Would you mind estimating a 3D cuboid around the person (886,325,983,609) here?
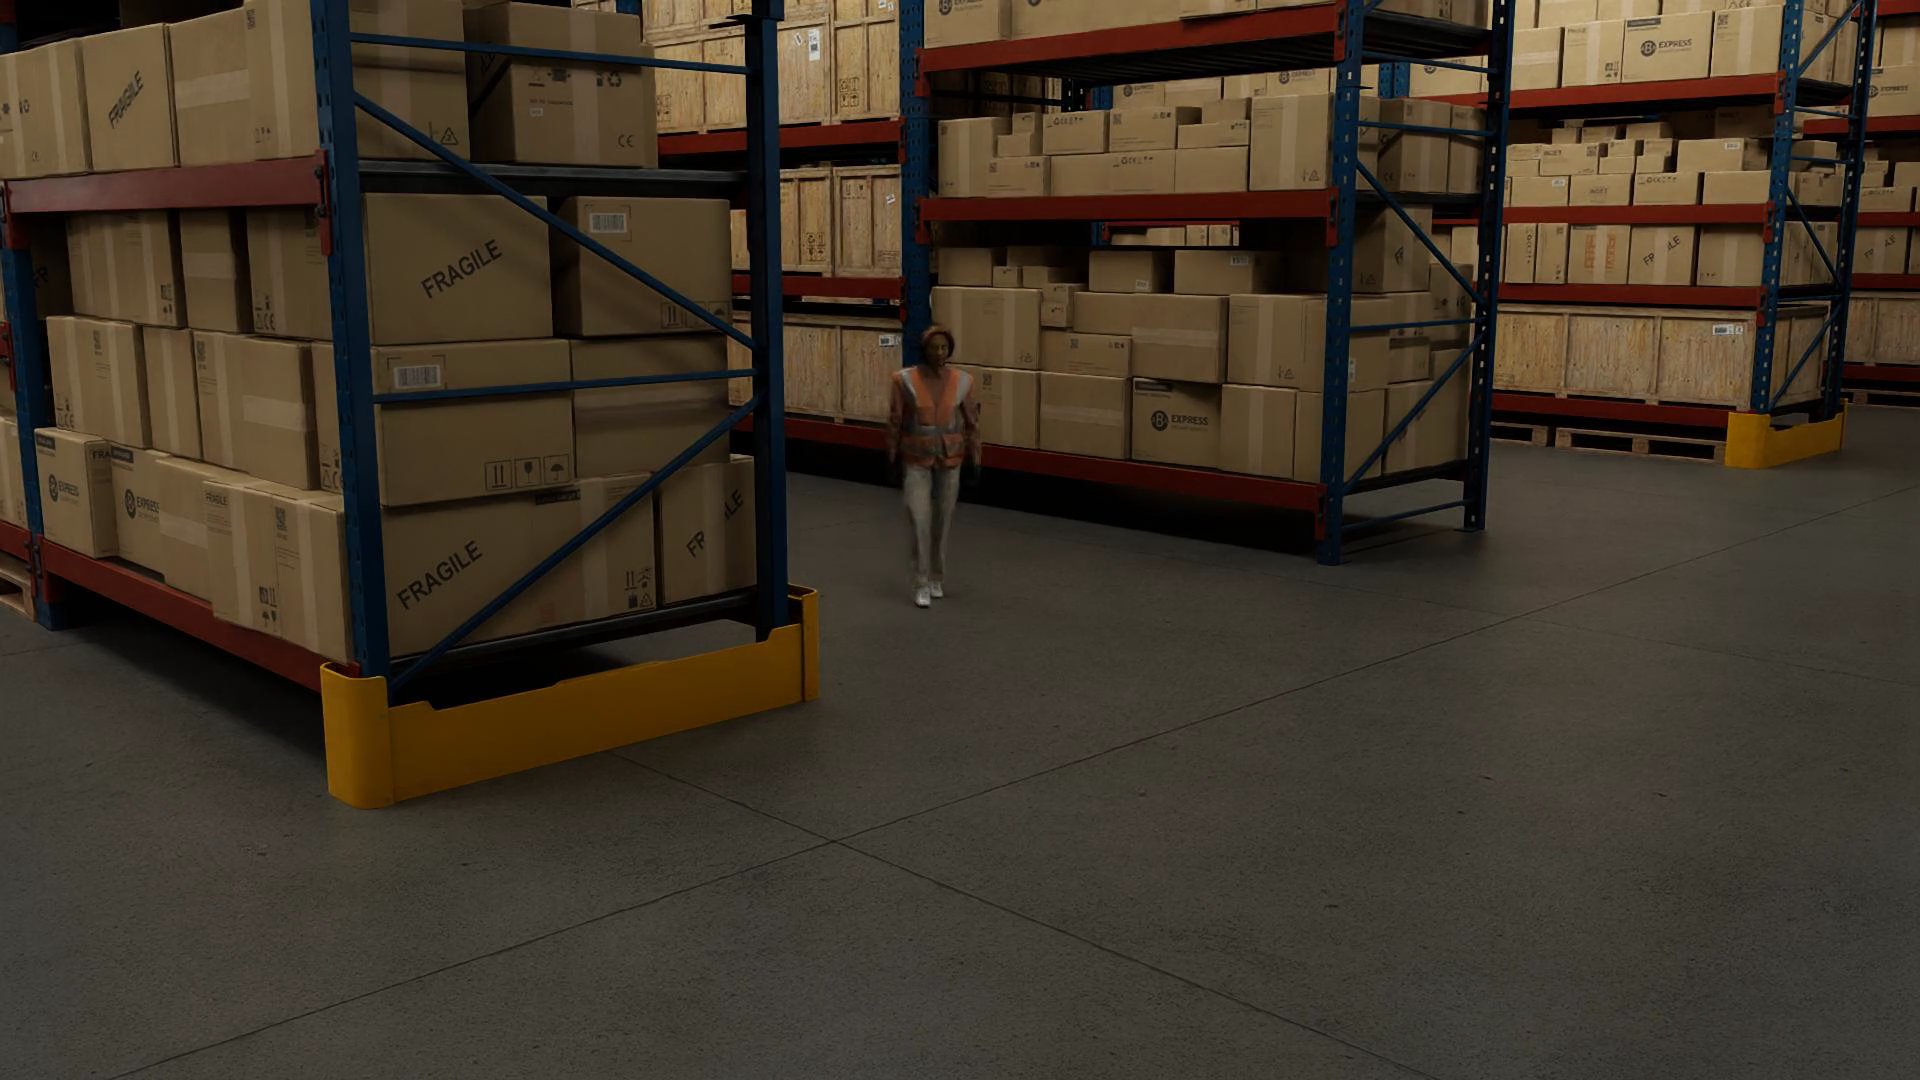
[{"bbox_3d":[-0.132,-0.417,9.561,0.549,1.606,0.712,-2,11,-11],"label":"person"}]
